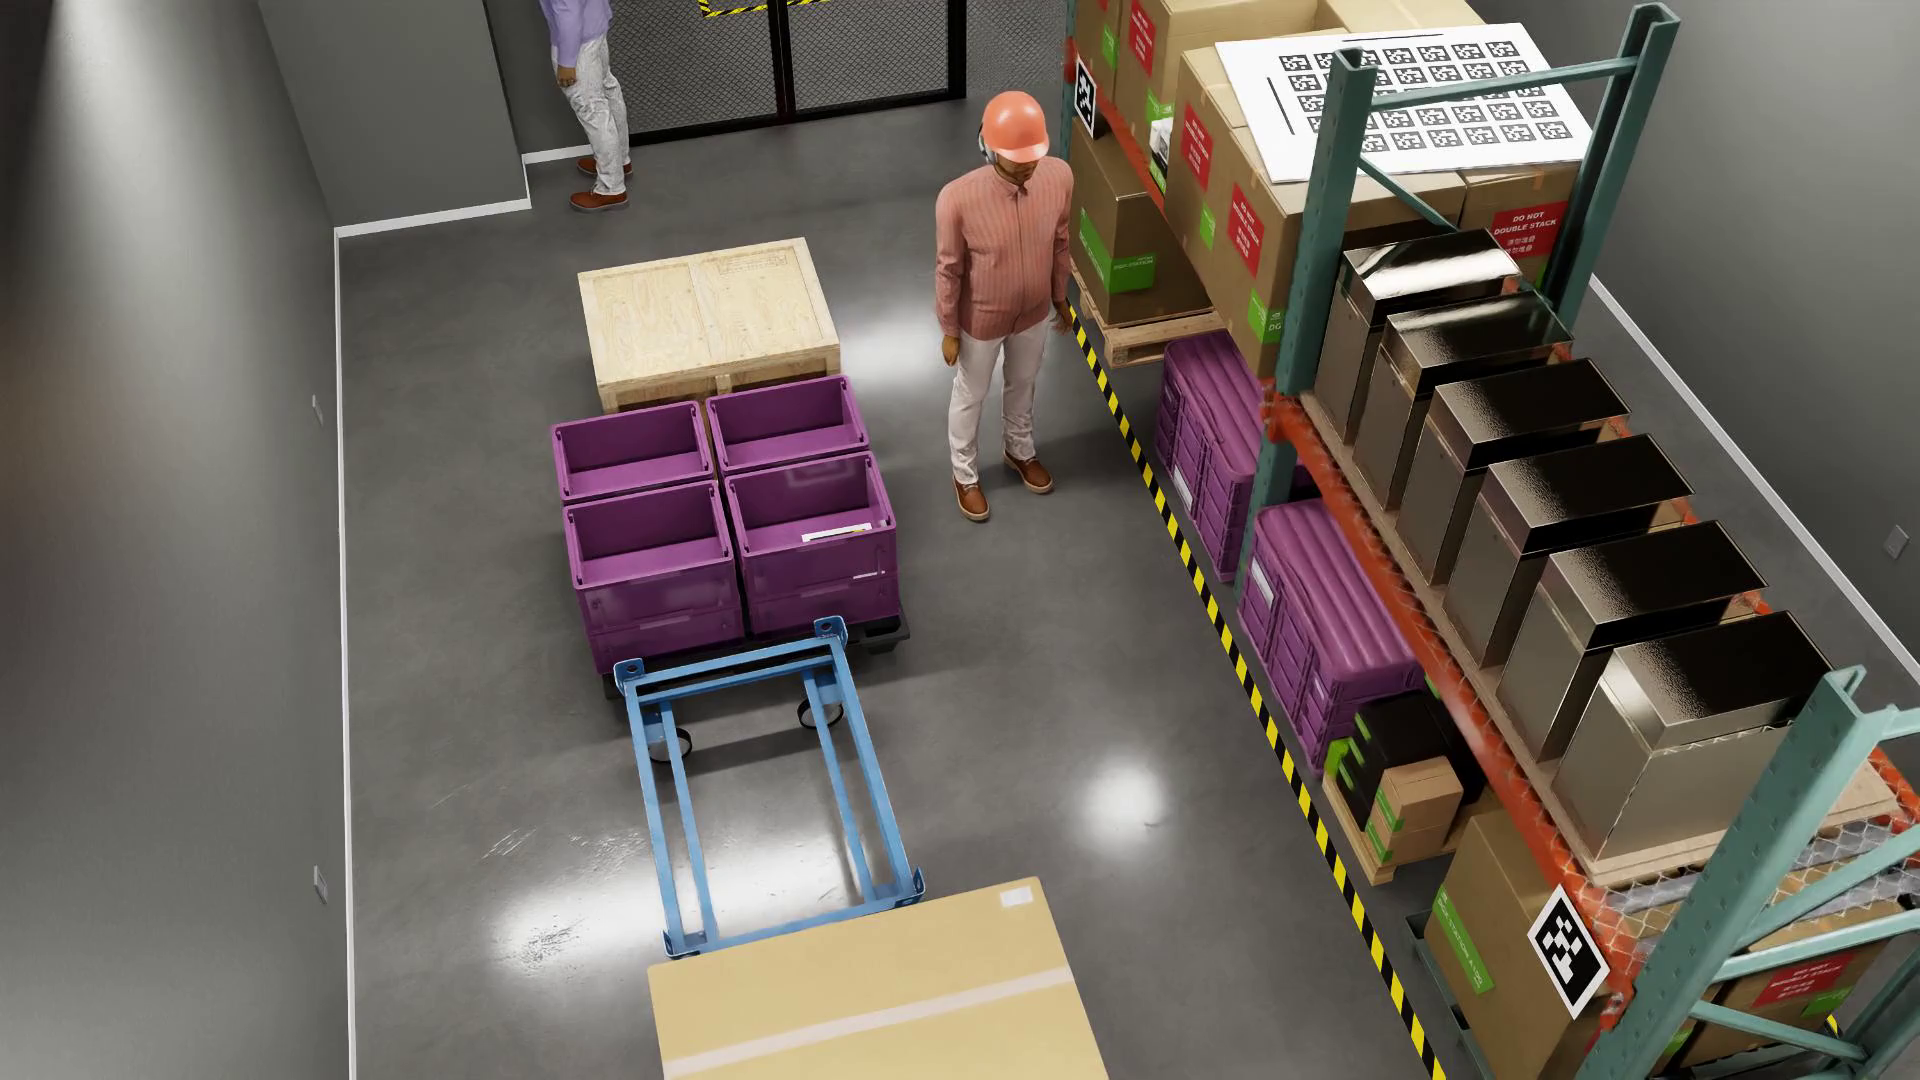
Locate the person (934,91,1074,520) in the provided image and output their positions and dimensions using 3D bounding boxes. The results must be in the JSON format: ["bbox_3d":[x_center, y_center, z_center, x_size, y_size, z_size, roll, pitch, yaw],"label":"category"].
[{"bbox_3d":[0.186,-0.925,6.697,0.610,1.996,0.378,-22,51,-19],"label":"person"}]

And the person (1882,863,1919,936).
[{"bbox_3d":[3.535,0.928,5.129,0.591,1.801,0.839,-5,48,-4],"label":"person"}]

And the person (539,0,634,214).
[{"bbox_3d":[-1.893,-2.516,8.197,0.357,1.938,0.637,1,47,0],"label":"person"}]
